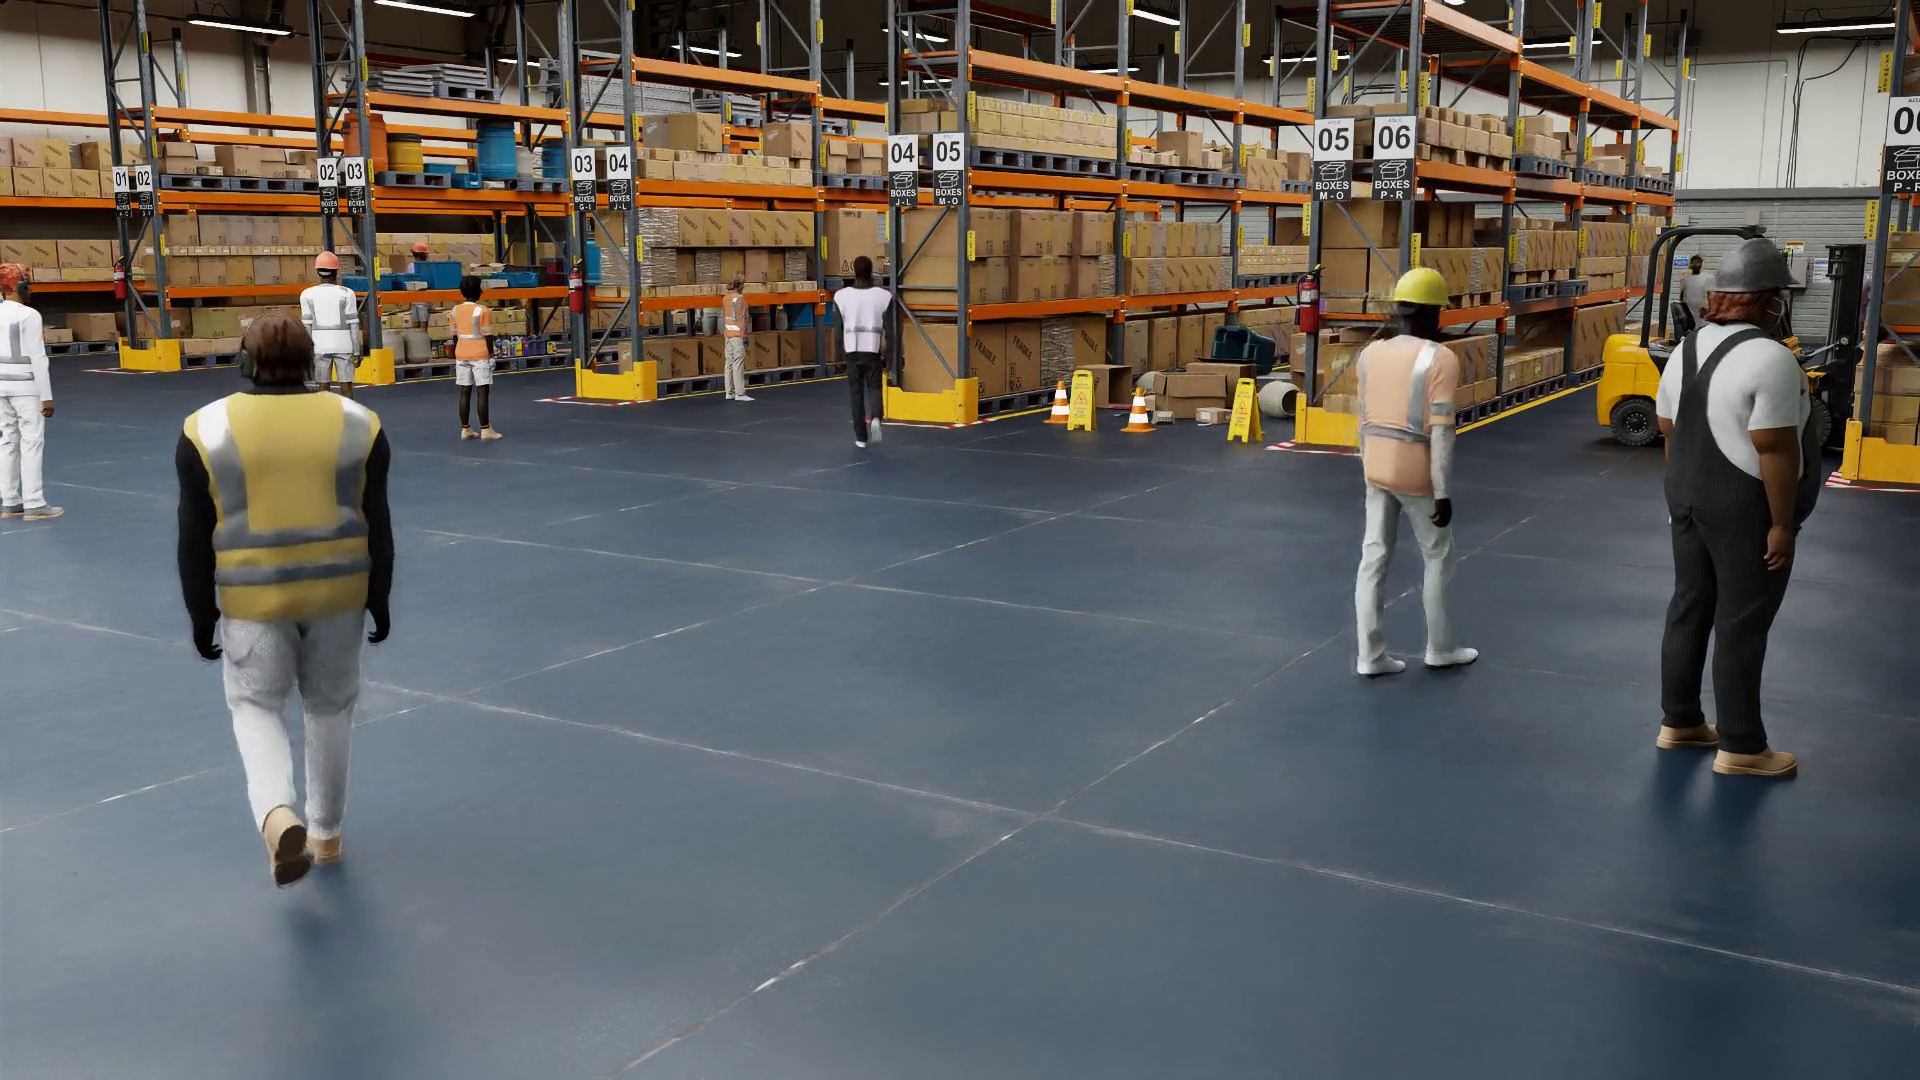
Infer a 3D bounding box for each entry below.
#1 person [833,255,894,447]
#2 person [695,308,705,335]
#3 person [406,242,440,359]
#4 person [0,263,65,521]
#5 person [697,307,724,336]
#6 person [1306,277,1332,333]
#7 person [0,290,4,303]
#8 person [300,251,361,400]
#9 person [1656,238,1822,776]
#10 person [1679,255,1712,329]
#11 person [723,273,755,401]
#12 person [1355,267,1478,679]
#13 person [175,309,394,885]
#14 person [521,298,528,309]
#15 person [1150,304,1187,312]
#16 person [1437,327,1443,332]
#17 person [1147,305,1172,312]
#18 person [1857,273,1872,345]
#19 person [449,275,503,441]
[{"bbox_3d":[-0.961,-1.859,16.484,0.593,1.905,0.477,-1,10,-7],"label":"person"},{"bbox_3d":[-5.533,-5.189,35.923,0.505,1.624,0.411,4,11,22],"label":"person"},{"bbox_3d":[-9.318,-4.125,28.785,0.607,2.045,0.390,9,14,42],"label":"person"},{"bbox_3d":[-6.890,-1.083,12.216,0.577,1.877,0.342,5,11,26],"label":"person"},{"bbox_3d":[-3.700,-3.438,25.278,0.625,1.932,0.374,0,10,3],"label":"person"},{"bbox_3d":[5.728,-3.607,26.306,0.559,1.903,0.958,5,11,25],"label":"person"},{"bbox_3d":[-13.734,-3.095,23.569,1.019,1.857,0.634,-7,12,-33],"label":"person"},{"bbox_3d":[-6.303,-1.917,16.717,0.545,1.939,0.354,-2,10,-11],"label":"person"},{"bbox_3d":[3.027,-0.131,6.423,0.537,2.000,0.683,-2,10,-12],"label":"person"},{"bbox_3d":[12.482,-3.918,28.251,0.535,1.832,0.951,5,11,26],"label":"person"},{"bbox_3d":[-2.878,-2.599,21.374,0.310,1.640,0.514,-7,12,-35],"label":"person"},{"bbox_3d":[2.164,-0.308,7.785,0.778,1.901,0.613,-7,12,-35],"label":"person"},{"bbox_3d":[-2.087,0.193,5.215,0.632,1.823,0.641,-5,11,-26],"label":"person"},{"bbox_3d":[-9.442,-5.416,36.375,0.614,1.915,0.975,8,13,38],"label":"person"},{"bbox_3d":[3.550,-3.933,28.297,0.622,1.848,0.986,4,11,20],"label":"person"},{"bbox_3d":[9.388,-4.764,32.756,0.668,1.909,0.574,-1,10,-3],"label":"person"},{"bbox_3d":[3.434,-3.880,28.096,0.516,1.813,0.793,7,12,33],"label":"person"},{"bbox_3d":[12.836,-3.197,23.945,0.588,1.918,0.397,5,11,28],"label":"person"},{"bbox_3d":[-4.984,-1.861,17.081,0.535,1.697,0.318,5,11,26],"label":"person"}]
